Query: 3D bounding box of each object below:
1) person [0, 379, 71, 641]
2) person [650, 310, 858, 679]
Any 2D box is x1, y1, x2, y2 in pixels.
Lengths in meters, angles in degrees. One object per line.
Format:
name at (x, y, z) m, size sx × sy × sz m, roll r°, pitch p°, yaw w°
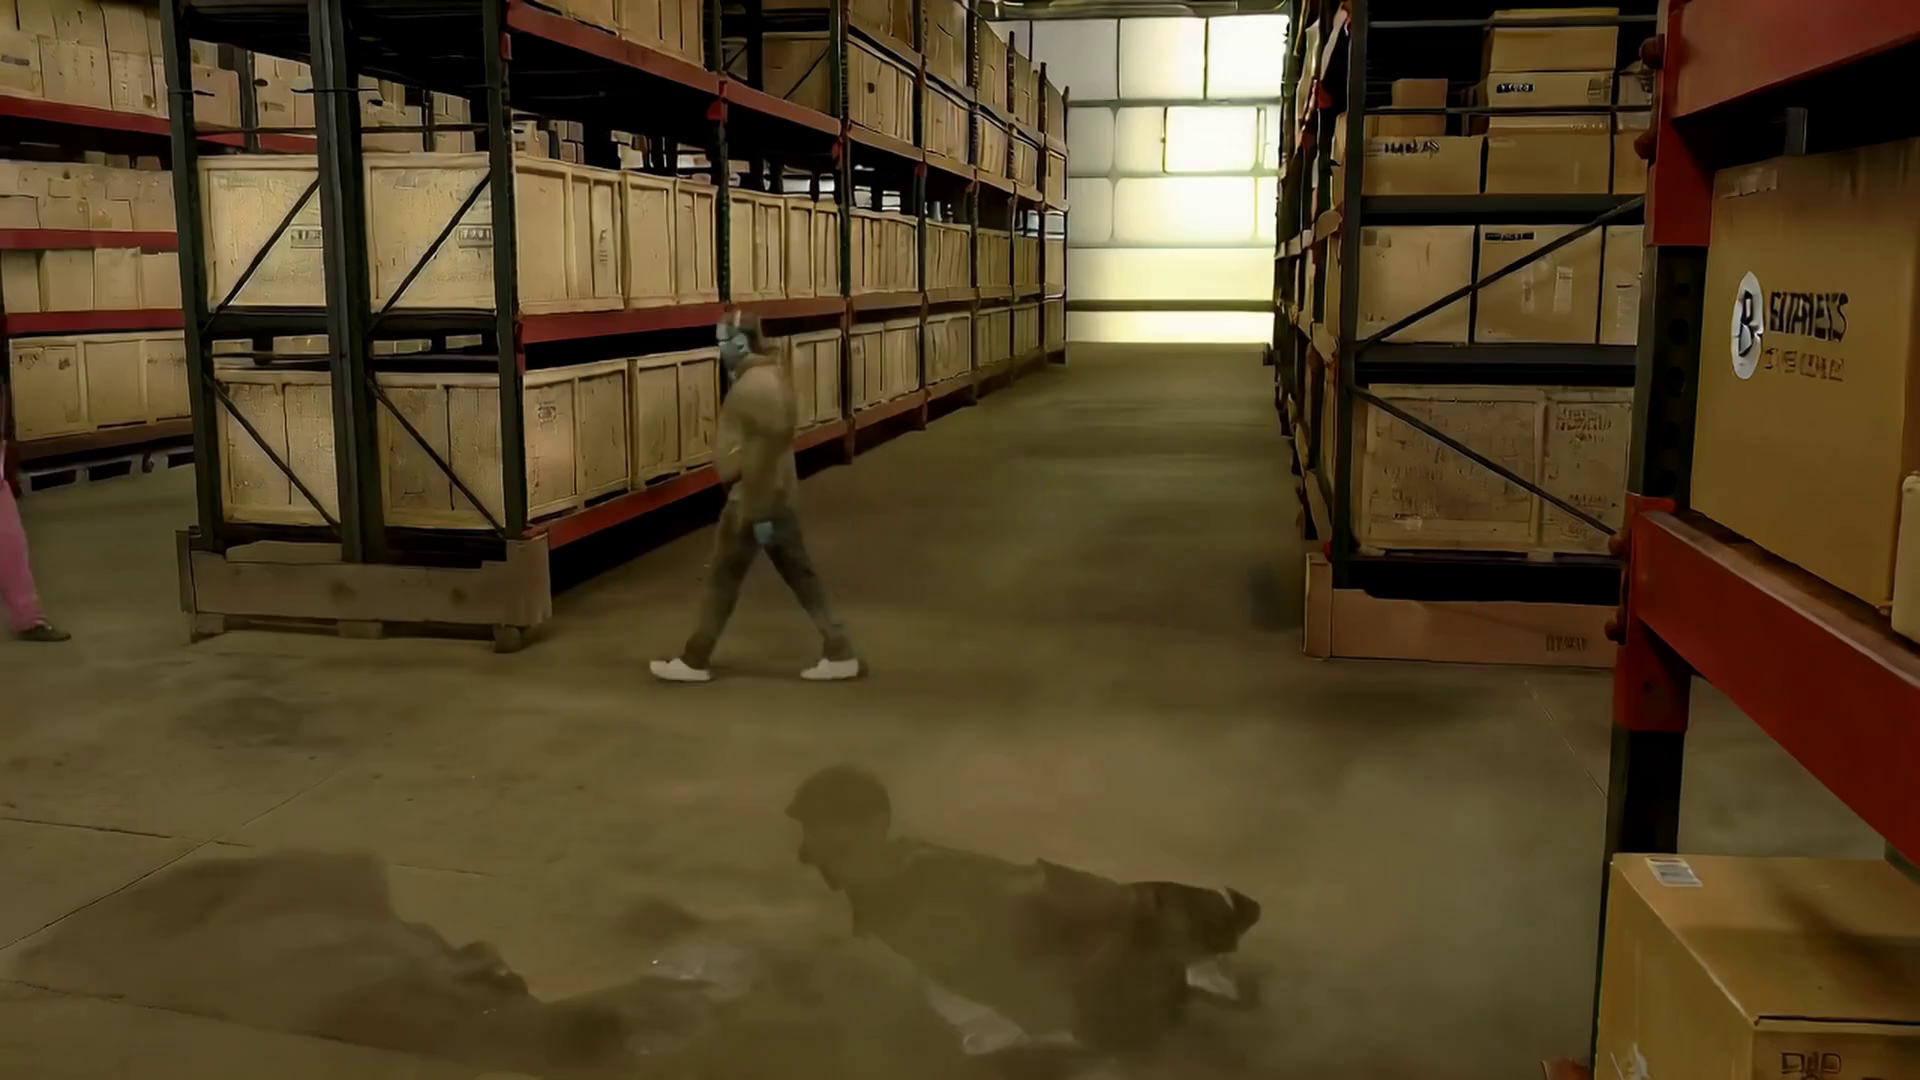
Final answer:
person at (-5.418, -0.326, 9.038) m, size 0.942 × 1.812 × 0.560 m, roll 2°, pitch 9°, yaw 12°
person at (-0.985, -0.203, 8.172) m, size 1.031 × 1.849 × 0.629 m, roll 2°, pitch 9°, yaw 13°
